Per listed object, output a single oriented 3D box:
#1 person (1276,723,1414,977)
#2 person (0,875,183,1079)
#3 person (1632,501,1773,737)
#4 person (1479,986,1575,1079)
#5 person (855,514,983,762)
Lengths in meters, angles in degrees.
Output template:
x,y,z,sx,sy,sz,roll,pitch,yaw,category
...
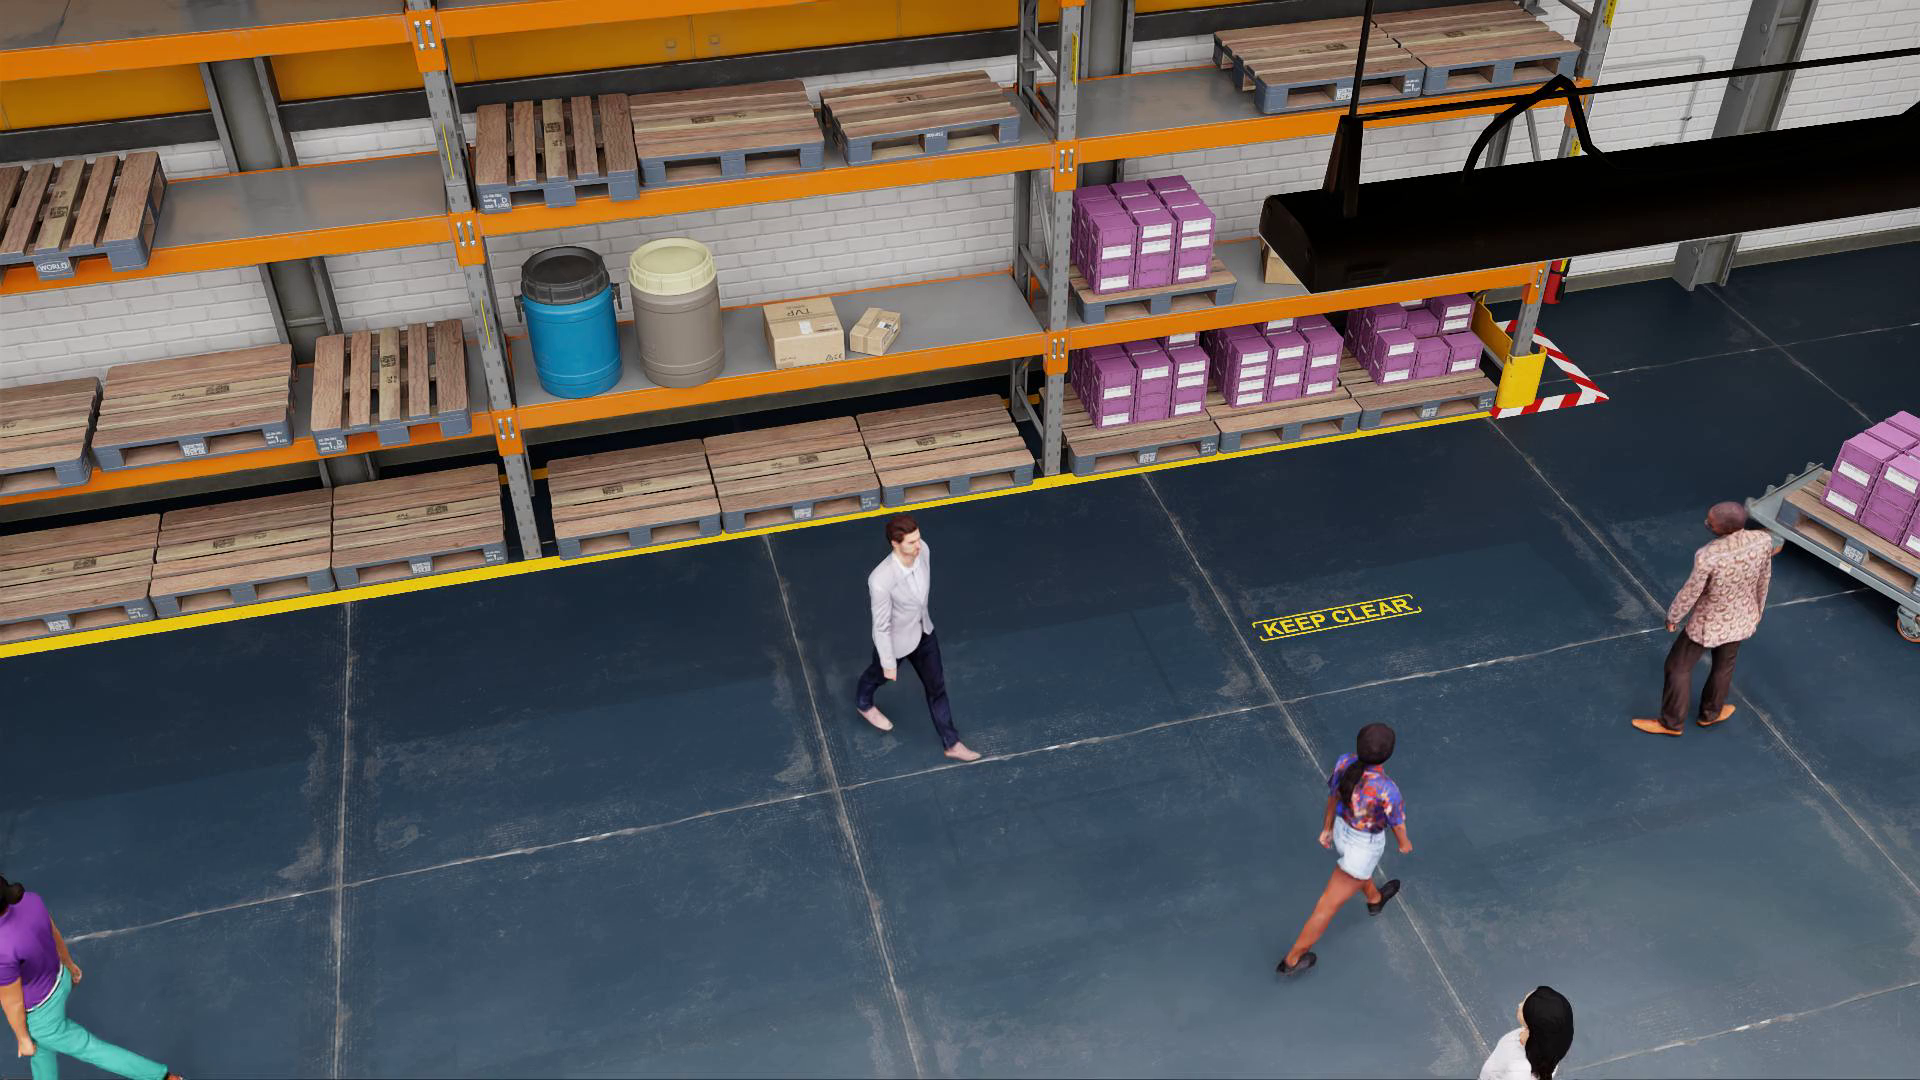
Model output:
x,y,z,sx,sy,sz,roll,pitch,yaw,category
2.045,1.710,8.918,1.264,1.680,0.839,-22,43,-25,person
-4.415,2.264,8.188,1.163,1.726,0.695,-6,39,-8,person
4.779,0.505,10.352,0.538,1.774,0.956,1,39,1,person
2.626,2.697,7.705,1.134,1.652,1.090,21,43,24,person
-0.420,0.562,10.260,1.200,1.800,1.252,28,47,31,person
